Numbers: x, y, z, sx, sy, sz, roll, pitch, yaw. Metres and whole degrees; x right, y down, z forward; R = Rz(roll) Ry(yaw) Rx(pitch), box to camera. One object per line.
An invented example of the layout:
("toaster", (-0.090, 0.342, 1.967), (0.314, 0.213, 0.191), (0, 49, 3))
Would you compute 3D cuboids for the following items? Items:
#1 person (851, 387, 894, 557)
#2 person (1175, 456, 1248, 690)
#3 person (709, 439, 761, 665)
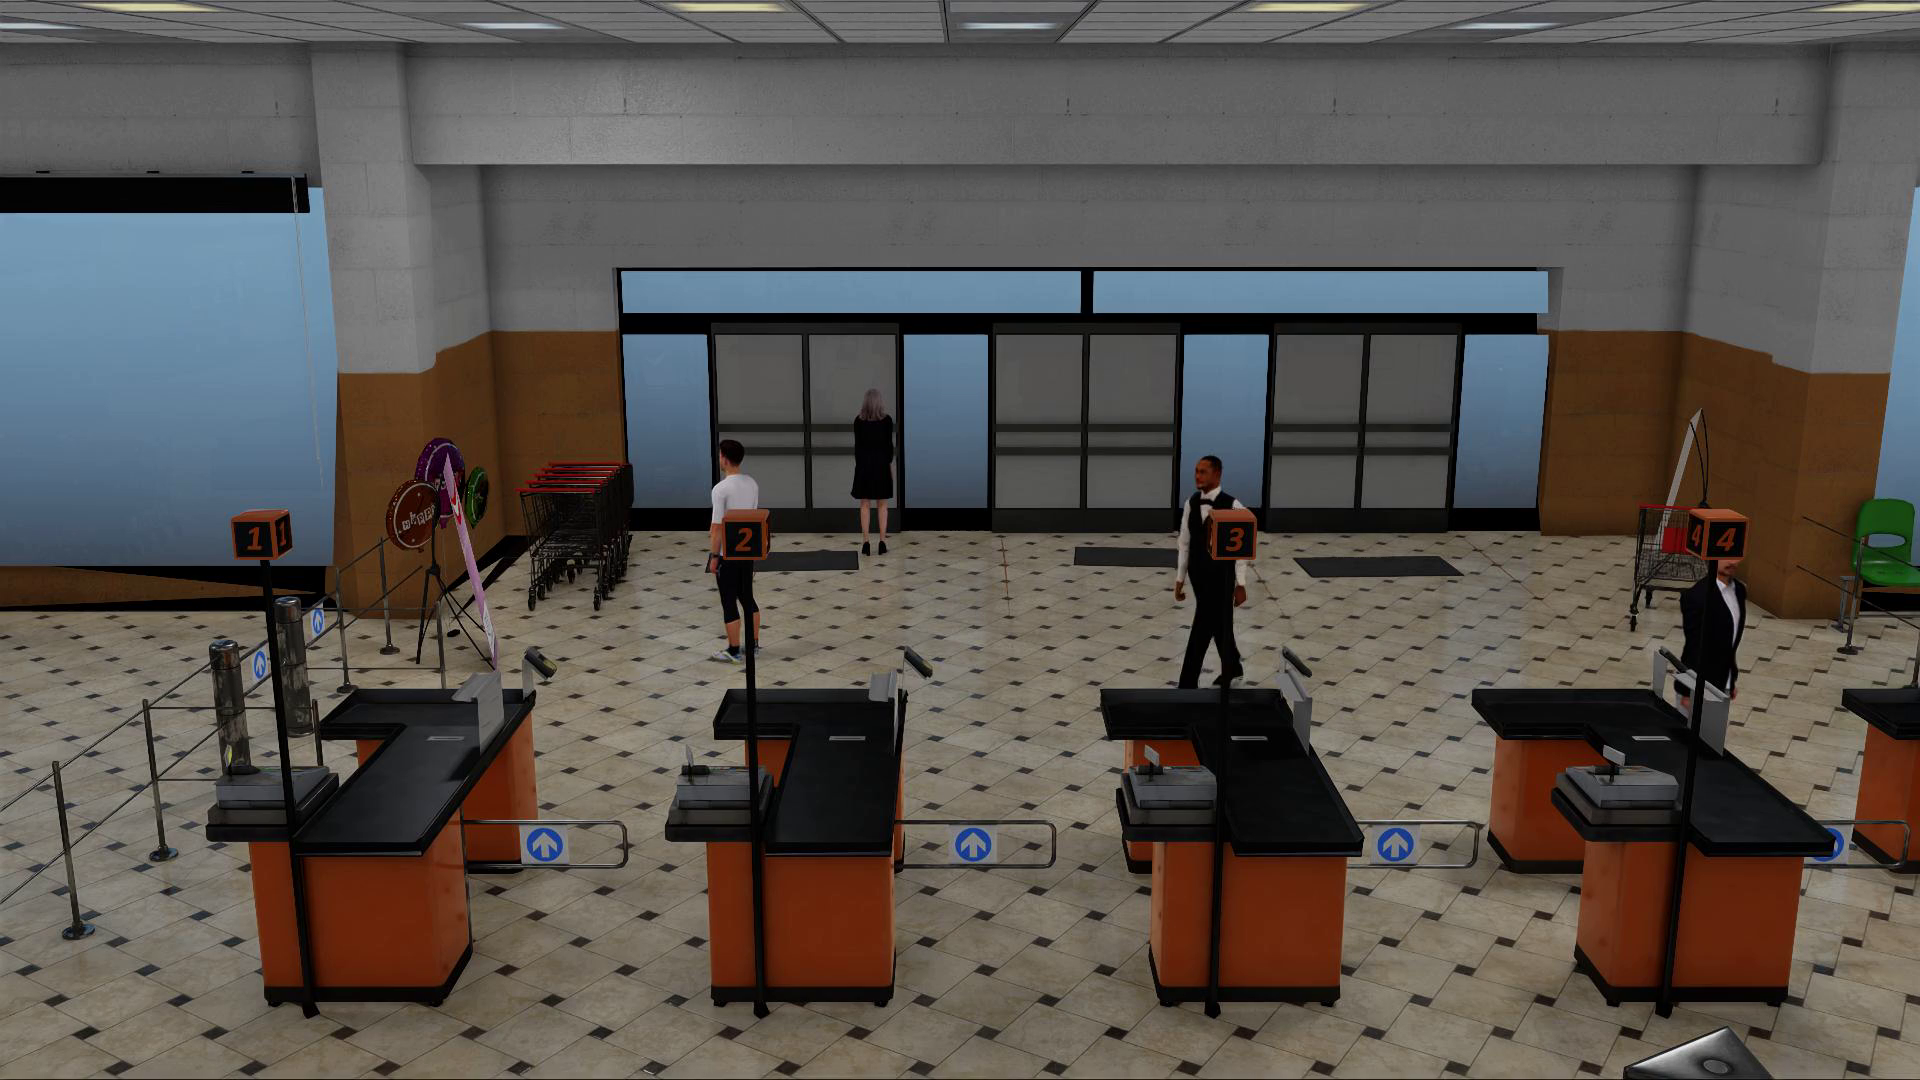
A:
("person", (-0.895, -0.714, 17.181), (0.631, 1.745, 0.609), (-2, 14, -9))
("person", (1.982, 0.301, 12.759), (1.329, 1.858, 1.285), (-13, 19, -42))
("person", (-1.837, 0.090, 13.649), (0.800, 1.848, 0.696), (9, 16, 32))
